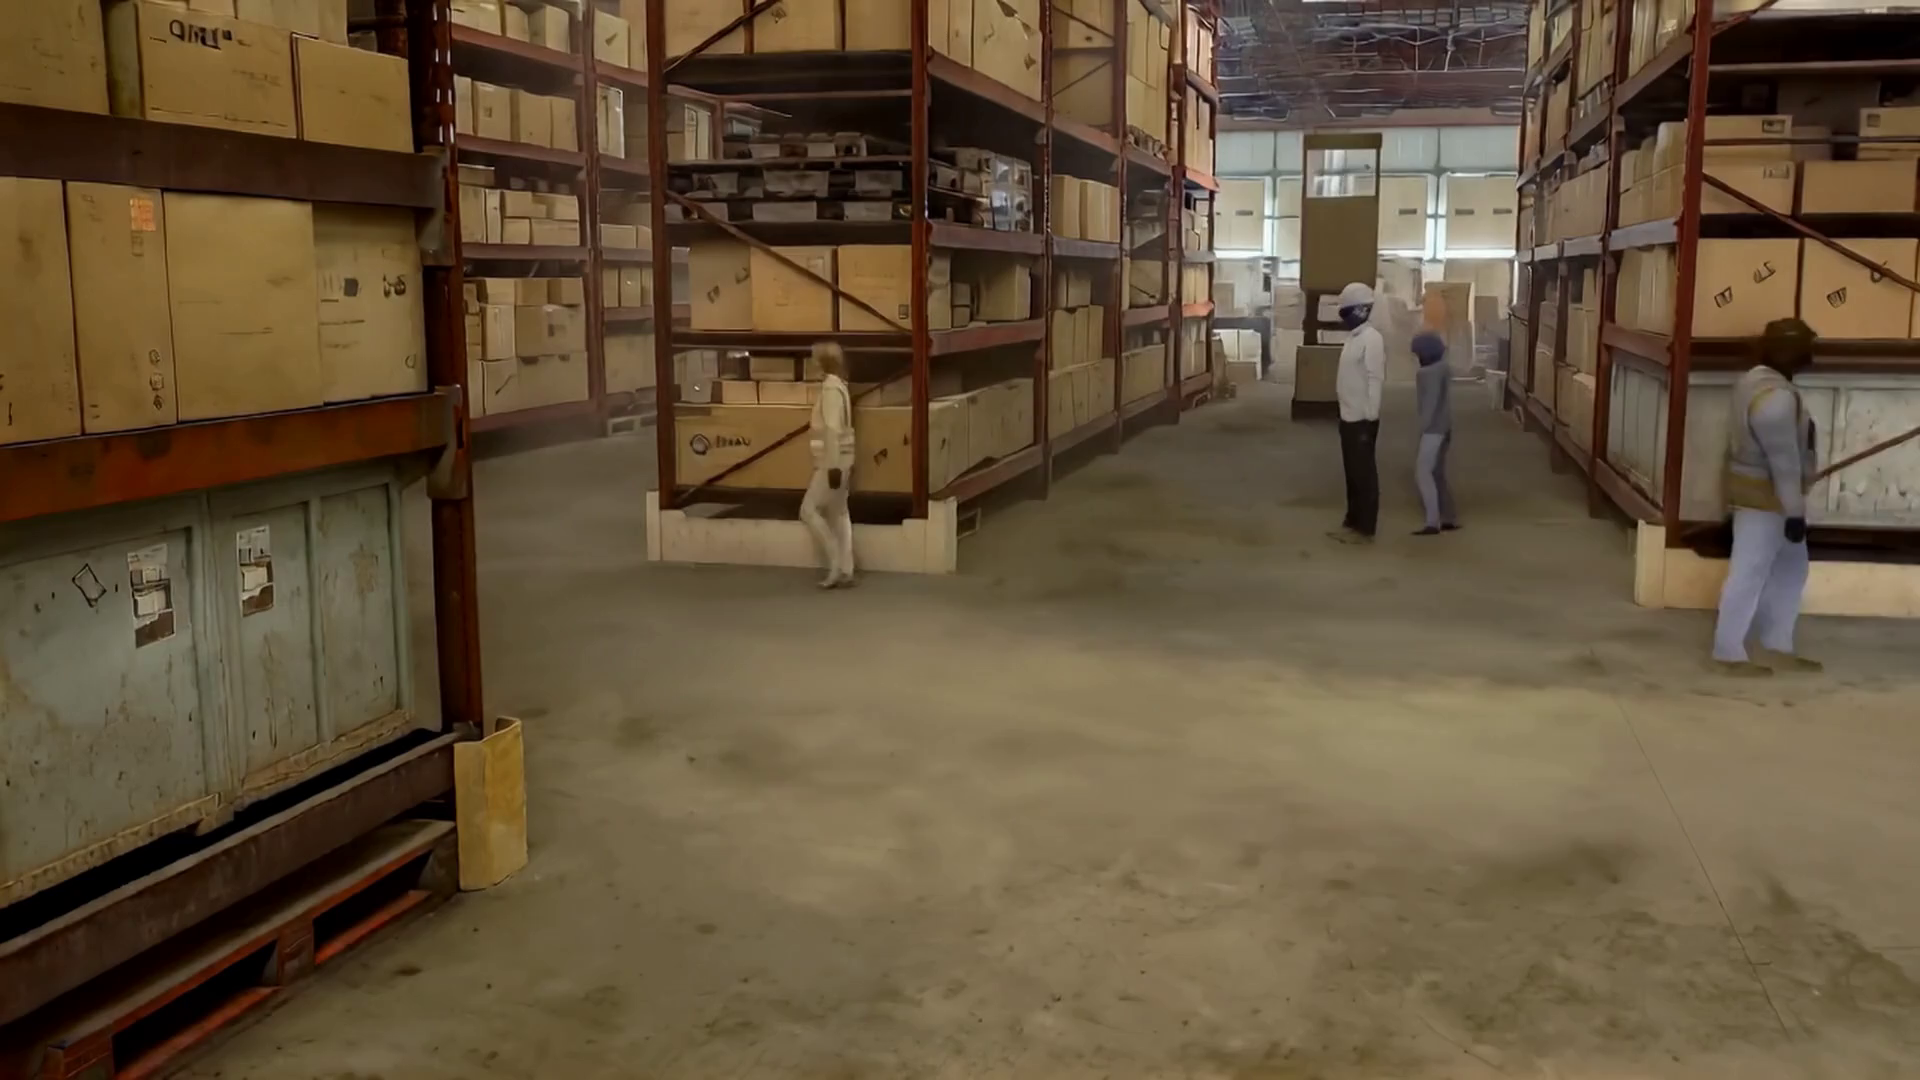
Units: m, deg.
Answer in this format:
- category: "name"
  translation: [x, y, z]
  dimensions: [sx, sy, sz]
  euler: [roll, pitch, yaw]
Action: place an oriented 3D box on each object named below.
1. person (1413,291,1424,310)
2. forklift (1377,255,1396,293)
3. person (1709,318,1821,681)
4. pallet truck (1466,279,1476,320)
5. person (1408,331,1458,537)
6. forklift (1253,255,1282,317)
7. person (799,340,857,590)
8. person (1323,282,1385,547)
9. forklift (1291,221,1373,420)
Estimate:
- category: "person"
  translation: [15.555, -7.599, 56.072]
  dimensions: [0.625, 1.612, 0.326]
  euler: [-1, 9, -6]
- category: "forklift"
  translation: [14.333, -8.337, 56.737]
  dimensions: [1.129, 2.768, 1.873]
  euler: [-2, 9, -13]
- category: "person"
  translation: [4.121, -0.184, 8.279]
  dimensions: [0.681, 1.819, 0.664]
  euler: [3, 9, 18]
- category: "pallet truck"
  translation: [18.896, -8.459, 60.307]
  dimensions: [1.885, 1.965, 0.823]
  euler: [5, 10, 31]
- category: "person"
  translation: [3.744, -0.840, 13.131]
  dimensions: [0.325, 1.611, 0.647]
  euler: [8, 12, 40]
- category: "forklift"
  translation: [10.632, -8.462, 57.531]
  dimensions: [1.129, 2.768, 1.873]
  euler: [-4, 10, -24]
- category: "person"
  translation: [-0.848, -0.472, 10.747]
  dimensions: [0.394, 1.625, 0.547]
  euler: [0, 9, -1]
- category: "person"
  translation: [3.002, -0.948, 12.610]
  dimensions: [0.401, 1.990, 0.622]
  euler: [-1, 9, -6]
- category: "forklift"
  translation: [5.378, -3.153, 23.801]
  dimensions: [1.129, 2.768, 1.873]
  euler: [2, 9, 14]
